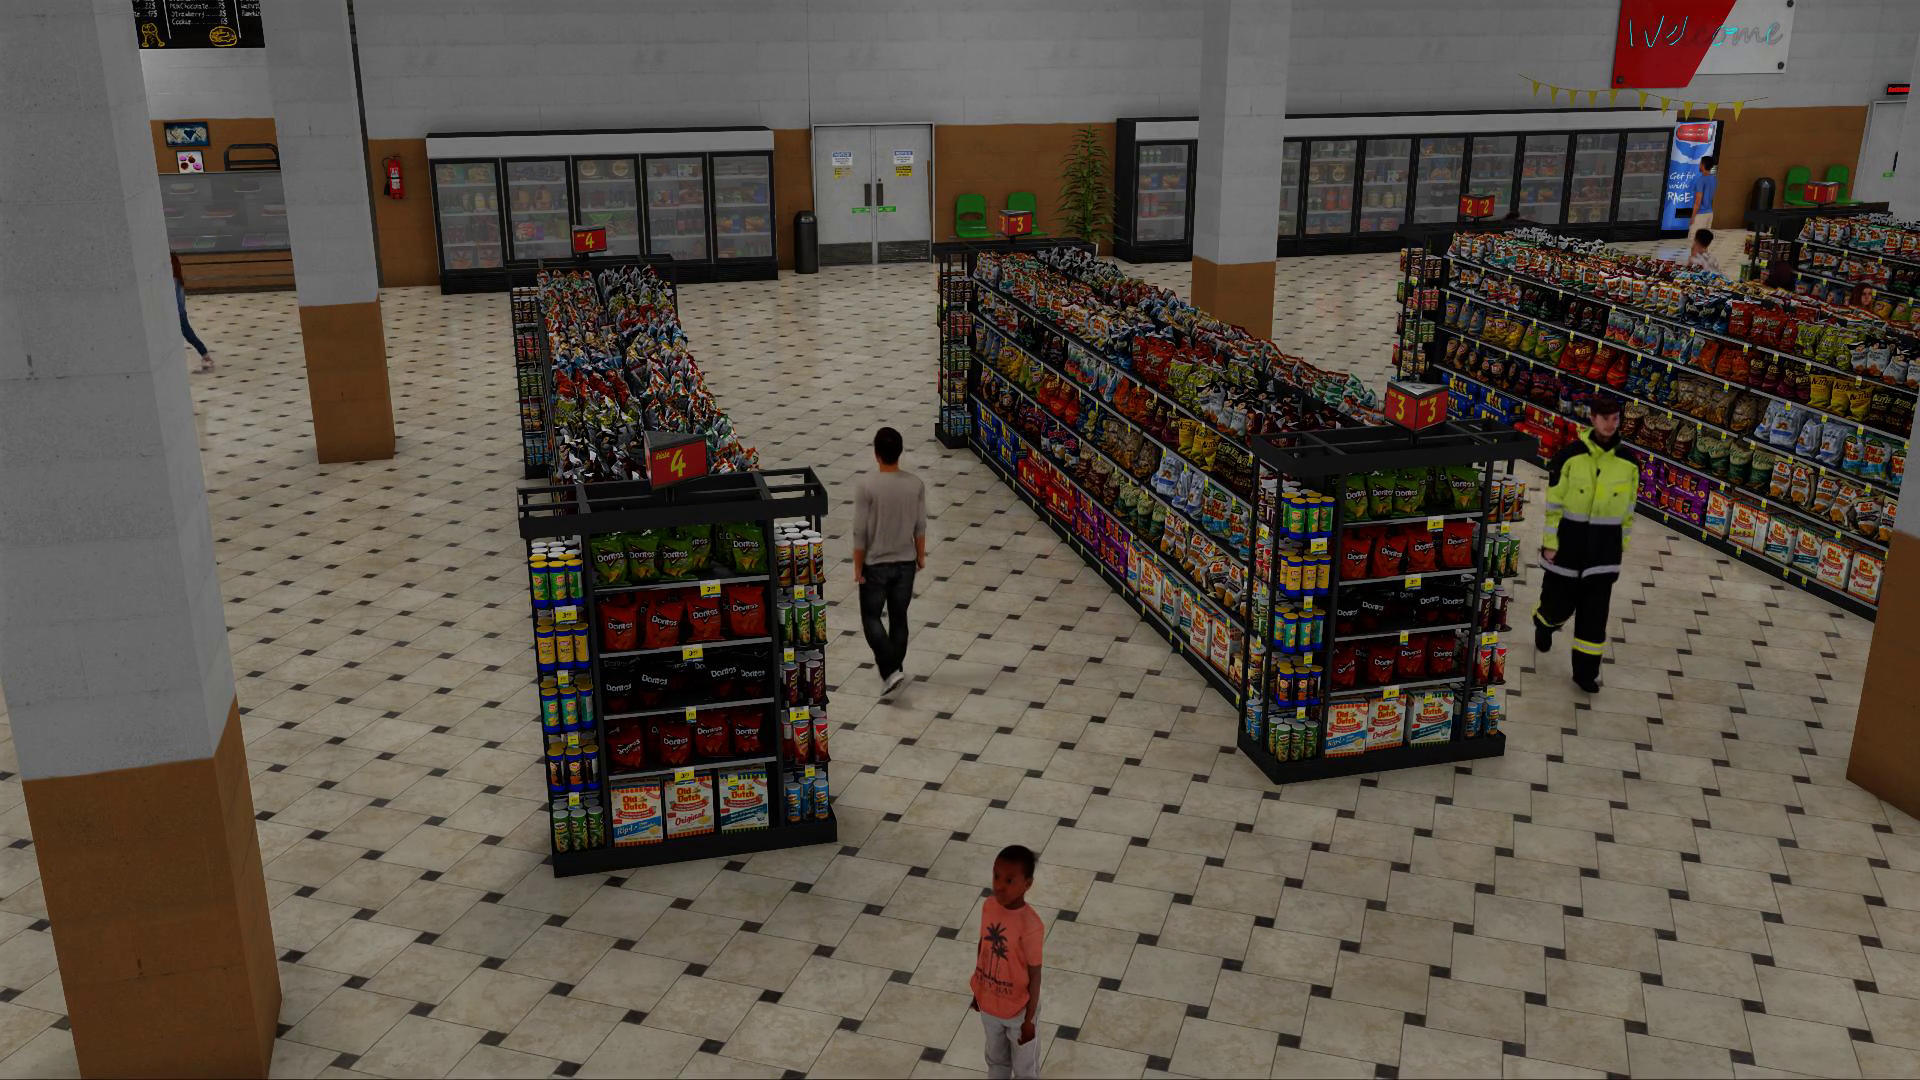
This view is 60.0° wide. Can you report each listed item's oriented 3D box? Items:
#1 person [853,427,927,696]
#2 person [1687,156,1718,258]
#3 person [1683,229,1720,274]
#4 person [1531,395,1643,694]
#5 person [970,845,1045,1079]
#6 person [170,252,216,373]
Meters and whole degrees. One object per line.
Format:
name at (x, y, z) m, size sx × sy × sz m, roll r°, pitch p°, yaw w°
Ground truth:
person at (-0.442, 0.170, 10.748) m, size 0.674 × 1.802 × 0.878 m, roll -6°, pitch 20°, yaw -18°
person at (11.798, -5.156, 26.449) m, size 0.723 × 1.862 × 0.684 m, roll -13°, pitch 23°, yaw -34°
person at (8.461, -2.636, 19.071) m, size 0.656 × 1.801 × 0.756 m, roll -5°, pitch 19°, yaw -15°
person at (4.124, -0.015, 11.052) m, size 1.002 × 1.958 × 1.218 m, roll 1°, pitch 19°, yaw 3°
person at (0.203, 1.817, 6.635) m, size 0.617 × 1.308 × 0.529 m, roll -16°, pitch 24°, yaw -39°
person at (-9.218, -2.672, 19.739) m, size 0.867 × 1.443 × 0.994 m, roll -13°, pitch 22°, yaw -33°
